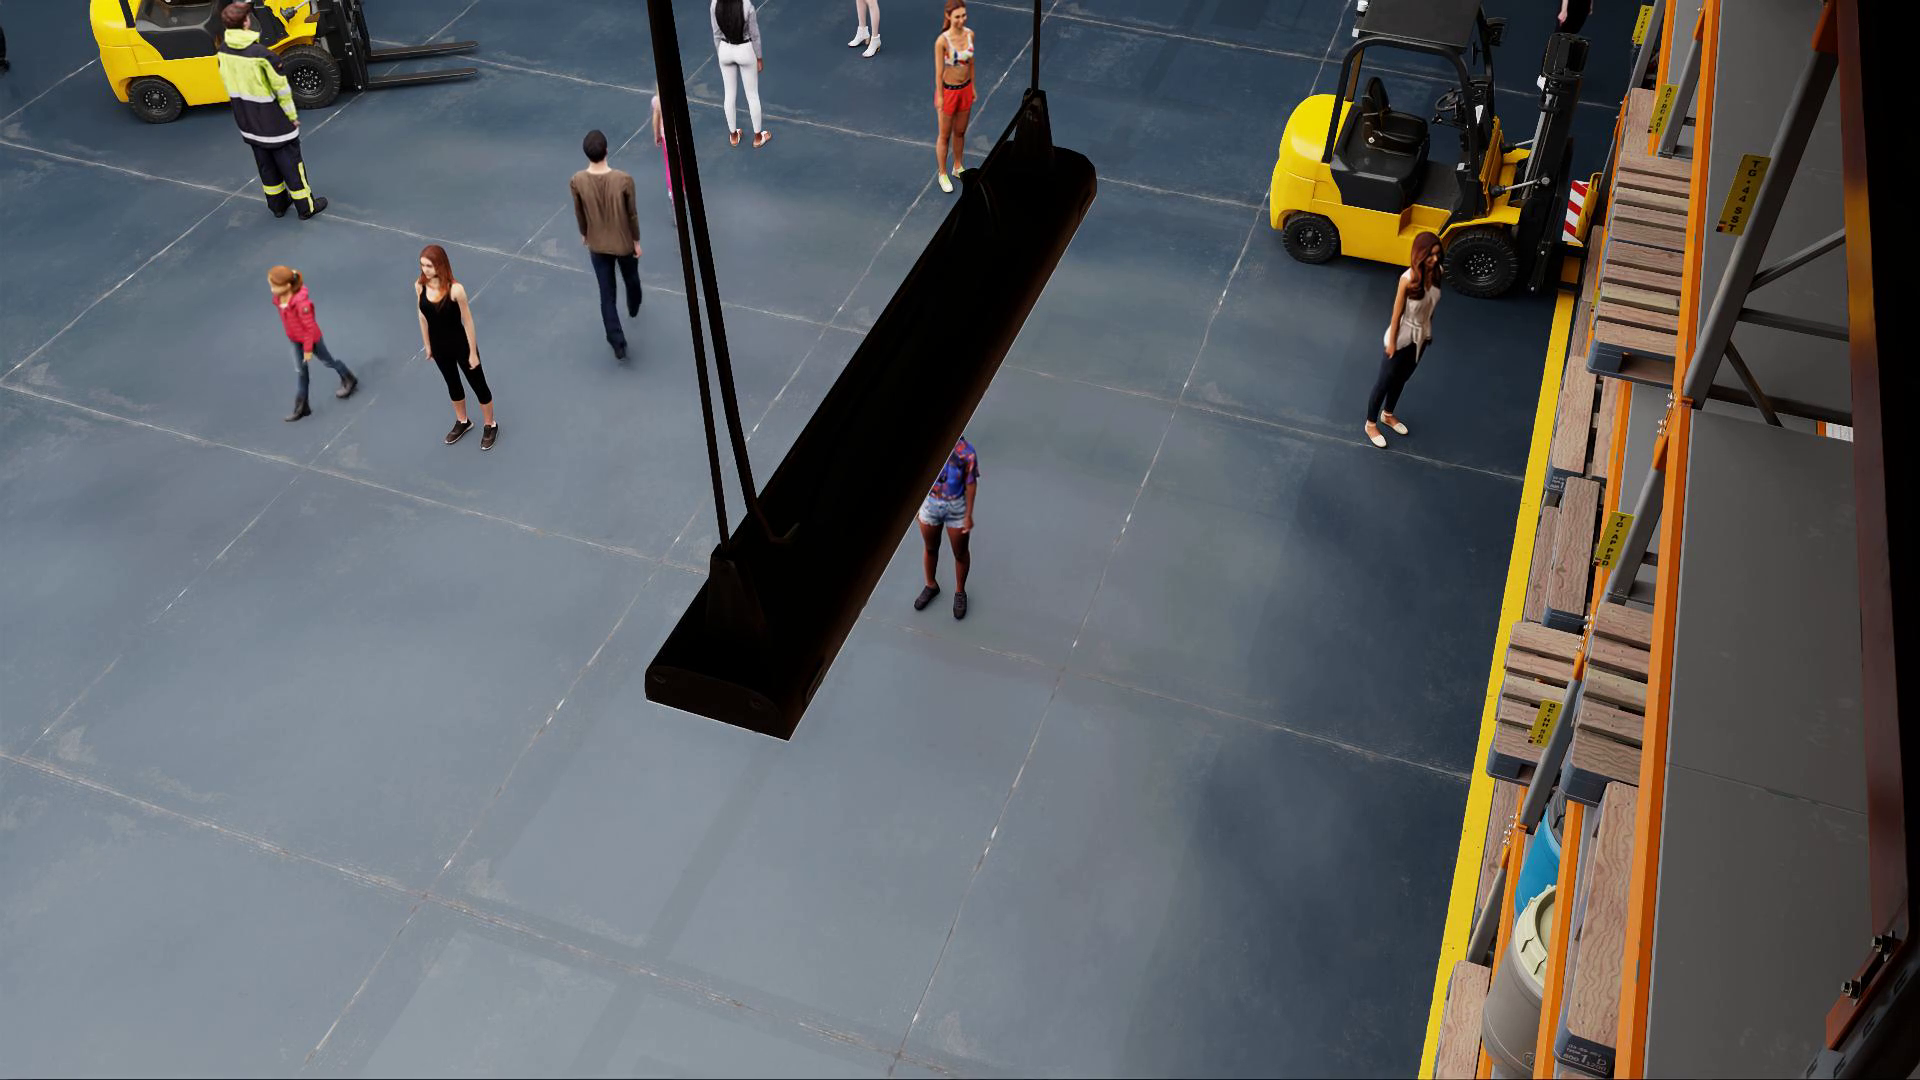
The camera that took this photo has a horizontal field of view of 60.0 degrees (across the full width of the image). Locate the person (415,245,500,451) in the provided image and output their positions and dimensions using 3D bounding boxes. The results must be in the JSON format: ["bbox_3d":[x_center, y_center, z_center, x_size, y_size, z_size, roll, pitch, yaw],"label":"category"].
[{"bbox_3d":[-3.719,-1.434,12.243,0.578,1.726,0.518,11,45,12],"label":"person"}]

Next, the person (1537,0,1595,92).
[{"bbox_3d":[5.994,-5.224,16.209,0.639,1.742,0.718,-22,48,-21],"label":"person"}]

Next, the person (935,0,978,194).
[{"bbox_3d":[-0.049,-4.000,14.889,0.646,1.791,0.724,-24,49,-23],"label":"person"}]

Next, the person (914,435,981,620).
[{"bbox_3d":[-0.094,-0.206,10.942,0.588,1.742,0.514,12,45,13],"label":"person"}]

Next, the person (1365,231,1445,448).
[{"bbox_3d":[3.287,-1.502,12.271,0.641,1.785,0.724,-23,48,-22],"label":"person"}]

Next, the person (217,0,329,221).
[{"bbox_3d":[-6.048,-3.723,14.459,0.777,1.983,0.650,11,45,11],"label":"person"}]

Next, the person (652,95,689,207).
[{"bbox_3d":[-2.549,-3.570,14.825,0.674,1.256,0.871,0,44,0],"label":"person"}]

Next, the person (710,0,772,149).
[{"bbox_3d":[-2.058,-4.471,15.431,0.623,1.725,0.570,7,44,8],"label":"person"}]

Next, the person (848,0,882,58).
[{"bbox_3d":[-0.983,-5.778,16.729,0.704,1.826,0.672,-25,49,-24],"label":"person"}]

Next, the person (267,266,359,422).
[{"bbox_3d":[-4.928,-1.559,12.694,0.567,1.284,0.914,19,47,19],"label":"person"}]

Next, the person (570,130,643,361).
[{"bbox_3d":[-2.748,-2.281,13.044,0.994,1.846,1.259,-3,44,-3],"label":"person"}]
